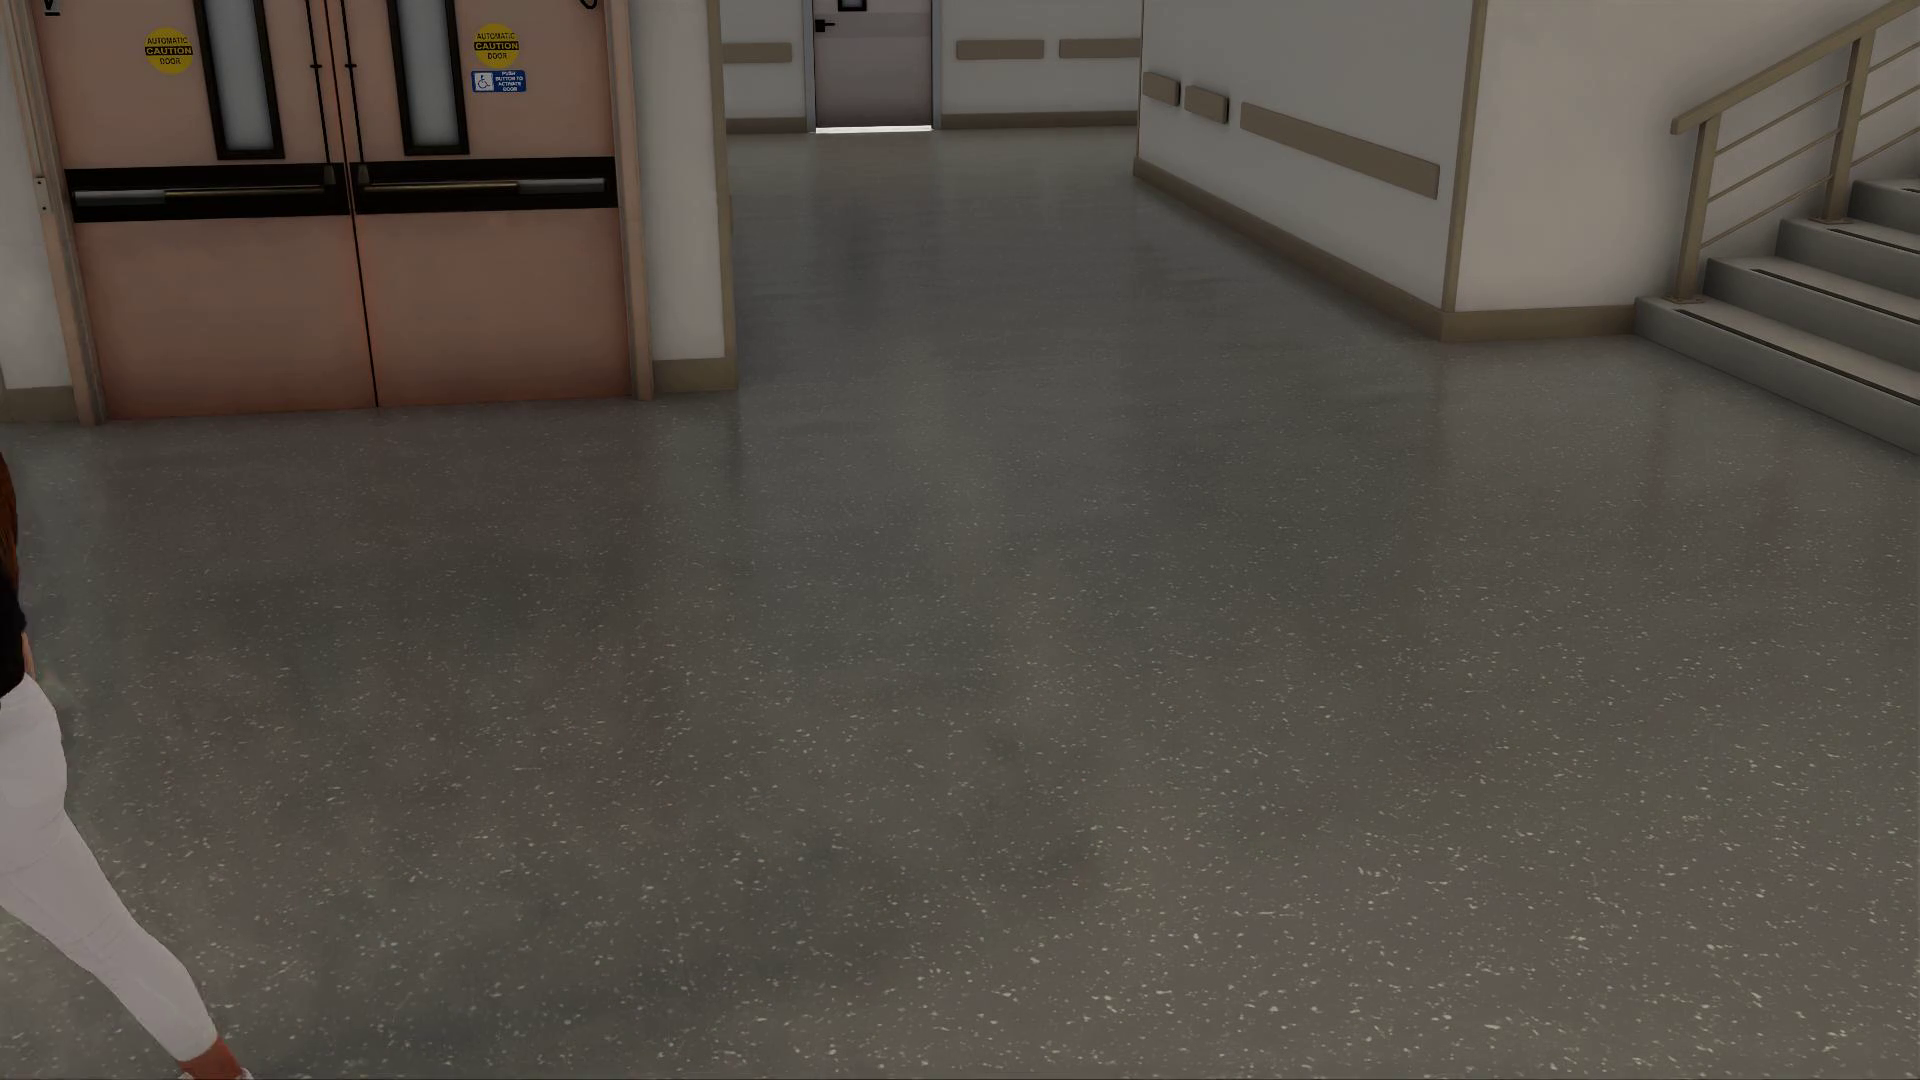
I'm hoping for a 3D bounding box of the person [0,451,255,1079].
[{"bbox_3d":[-1.548,0.377,2.787,1.151,1.662,0.822,-10,23,-25],"label":"person"}]
